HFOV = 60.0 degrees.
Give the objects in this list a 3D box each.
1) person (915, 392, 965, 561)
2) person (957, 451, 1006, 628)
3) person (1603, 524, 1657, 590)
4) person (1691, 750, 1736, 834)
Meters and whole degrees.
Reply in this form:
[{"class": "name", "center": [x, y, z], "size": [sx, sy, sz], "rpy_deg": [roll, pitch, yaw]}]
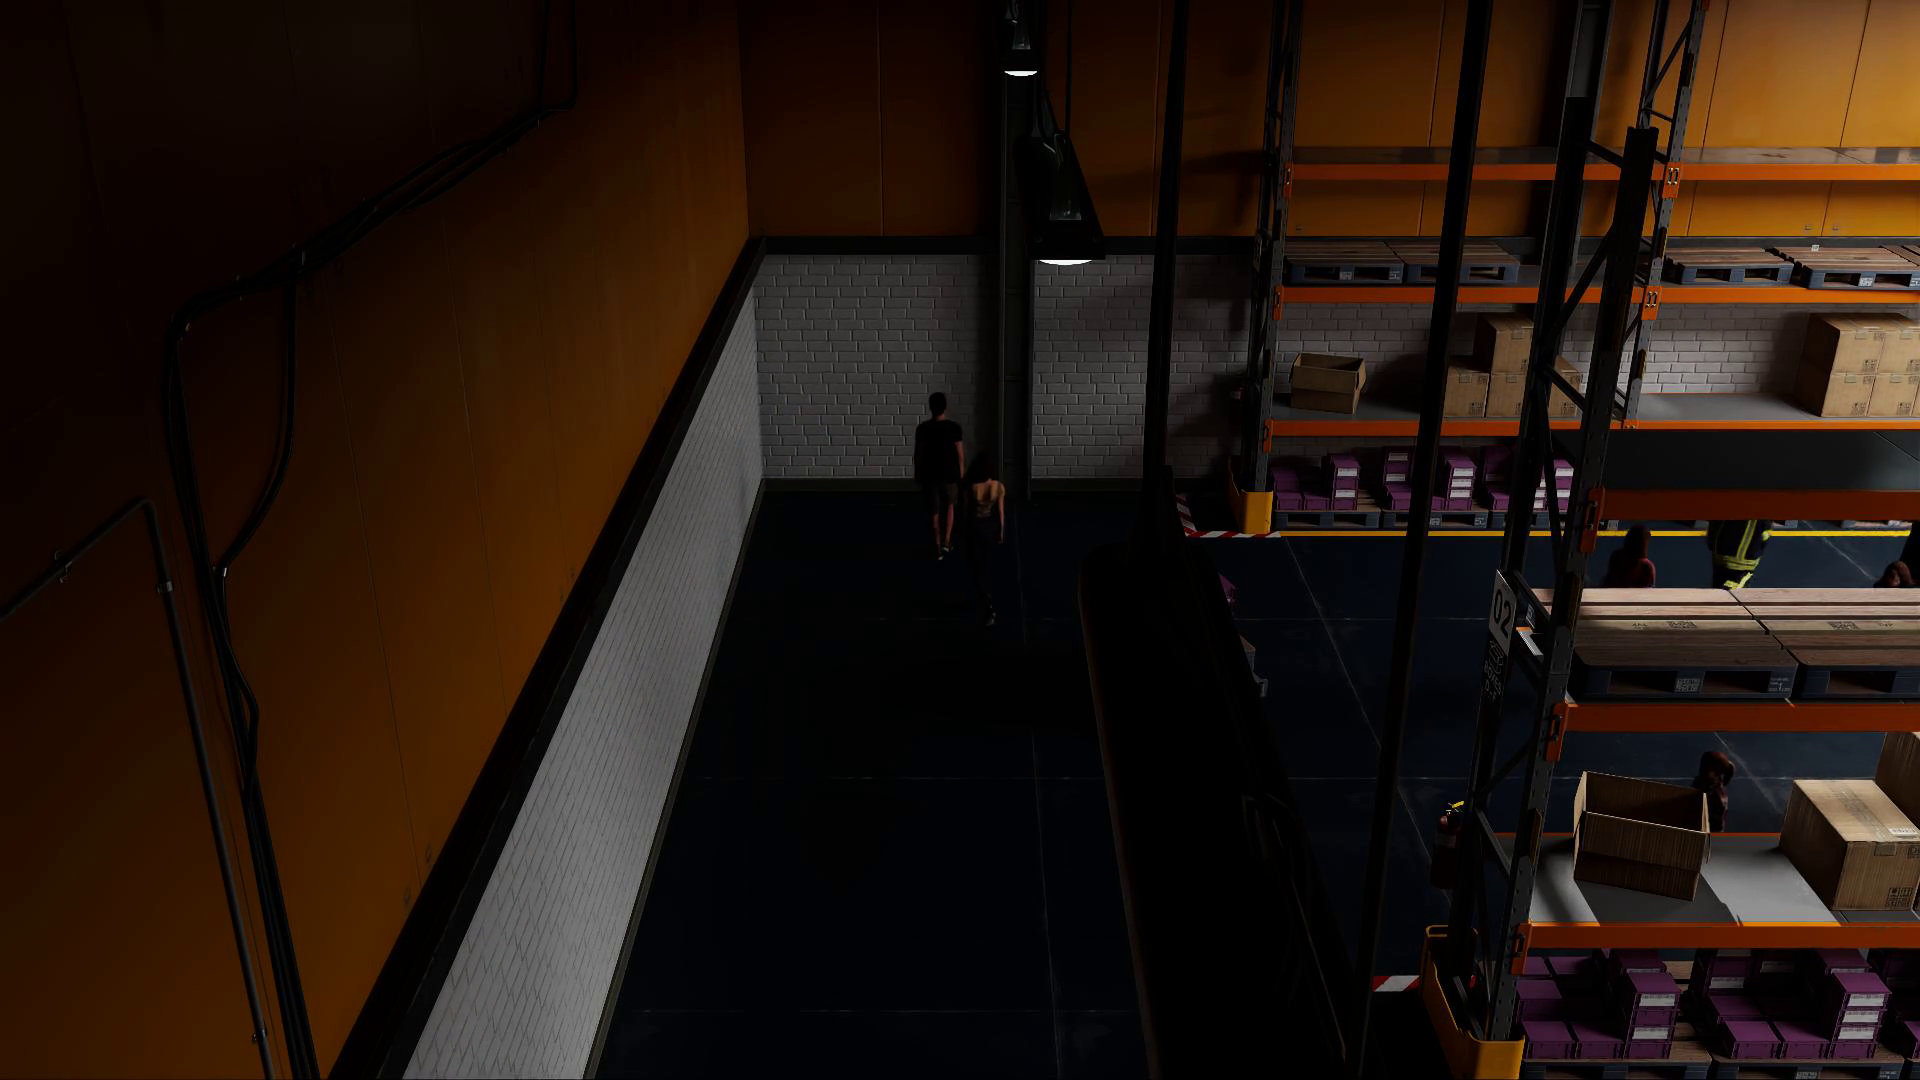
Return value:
[{"class": "person", "center": [-0.217, -0.648, 17.639], "size": [0.567, 1.856, 0.767], "rpy_deg": [-1, 24, -3]}, {"class": "person", "center": [0.224, 0.010, 16.279], "size": [1.117, 1.740, 0.886], "rpy_deg": [-7, 25, -15]}, {"class": "person", "center": [5.869, 0.667, 14.839], "size": [0.809, 1.690, 0.765], "rpy_deg": [-14, 27, -30]}, {"class": "person", "center": [5.439, 2.104, 12.062], "size": [0.909, 1.281, 0.569], "rpy_deg": [-2, 24, -3]}]
